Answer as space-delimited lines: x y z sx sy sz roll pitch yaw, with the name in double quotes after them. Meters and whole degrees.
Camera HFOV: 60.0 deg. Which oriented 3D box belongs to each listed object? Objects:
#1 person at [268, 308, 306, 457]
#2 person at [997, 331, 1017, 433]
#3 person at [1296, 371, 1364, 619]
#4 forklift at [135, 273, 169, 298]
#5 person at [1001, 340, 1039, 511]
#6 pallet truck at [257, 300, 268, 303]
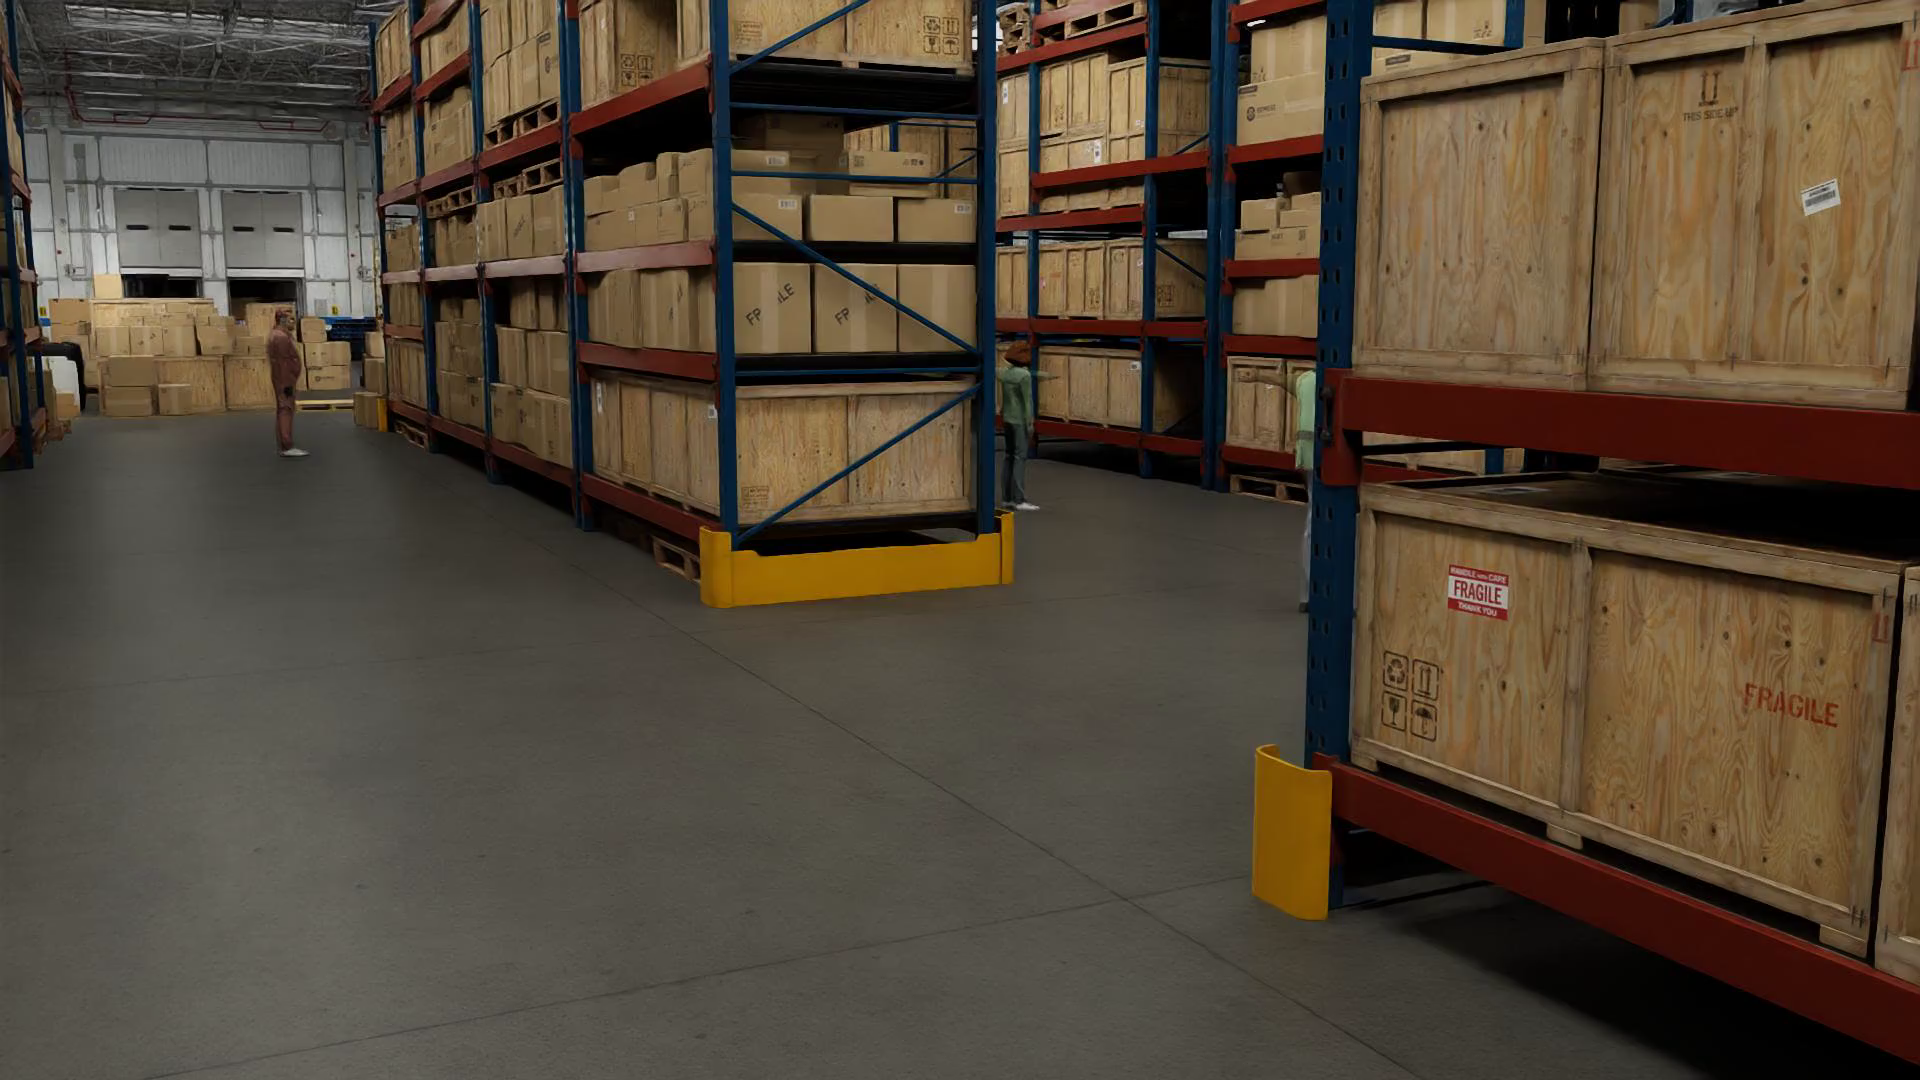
-8.629 -2.017 21.343 0.403 1.906 0.651 -4 9 -26 "person"
0.717 -2.343 24.501 0.310 1.638 0.522 -4 9 -26 "person"
2.342 -0.420 10.533 0.372 1.843 0.570 -4 9 -26 "person"
-25.618 -7.083 52.928 1.873 2.768 1.129 6 10 36 "forklift"
0.560 -1.090 15.879 0.266 1.631 0.507 -4 9 -26 "person"
-23.913 -7.404 58.171 1.885 1.965 0.823 -1 8 -9 "pallet truck"
